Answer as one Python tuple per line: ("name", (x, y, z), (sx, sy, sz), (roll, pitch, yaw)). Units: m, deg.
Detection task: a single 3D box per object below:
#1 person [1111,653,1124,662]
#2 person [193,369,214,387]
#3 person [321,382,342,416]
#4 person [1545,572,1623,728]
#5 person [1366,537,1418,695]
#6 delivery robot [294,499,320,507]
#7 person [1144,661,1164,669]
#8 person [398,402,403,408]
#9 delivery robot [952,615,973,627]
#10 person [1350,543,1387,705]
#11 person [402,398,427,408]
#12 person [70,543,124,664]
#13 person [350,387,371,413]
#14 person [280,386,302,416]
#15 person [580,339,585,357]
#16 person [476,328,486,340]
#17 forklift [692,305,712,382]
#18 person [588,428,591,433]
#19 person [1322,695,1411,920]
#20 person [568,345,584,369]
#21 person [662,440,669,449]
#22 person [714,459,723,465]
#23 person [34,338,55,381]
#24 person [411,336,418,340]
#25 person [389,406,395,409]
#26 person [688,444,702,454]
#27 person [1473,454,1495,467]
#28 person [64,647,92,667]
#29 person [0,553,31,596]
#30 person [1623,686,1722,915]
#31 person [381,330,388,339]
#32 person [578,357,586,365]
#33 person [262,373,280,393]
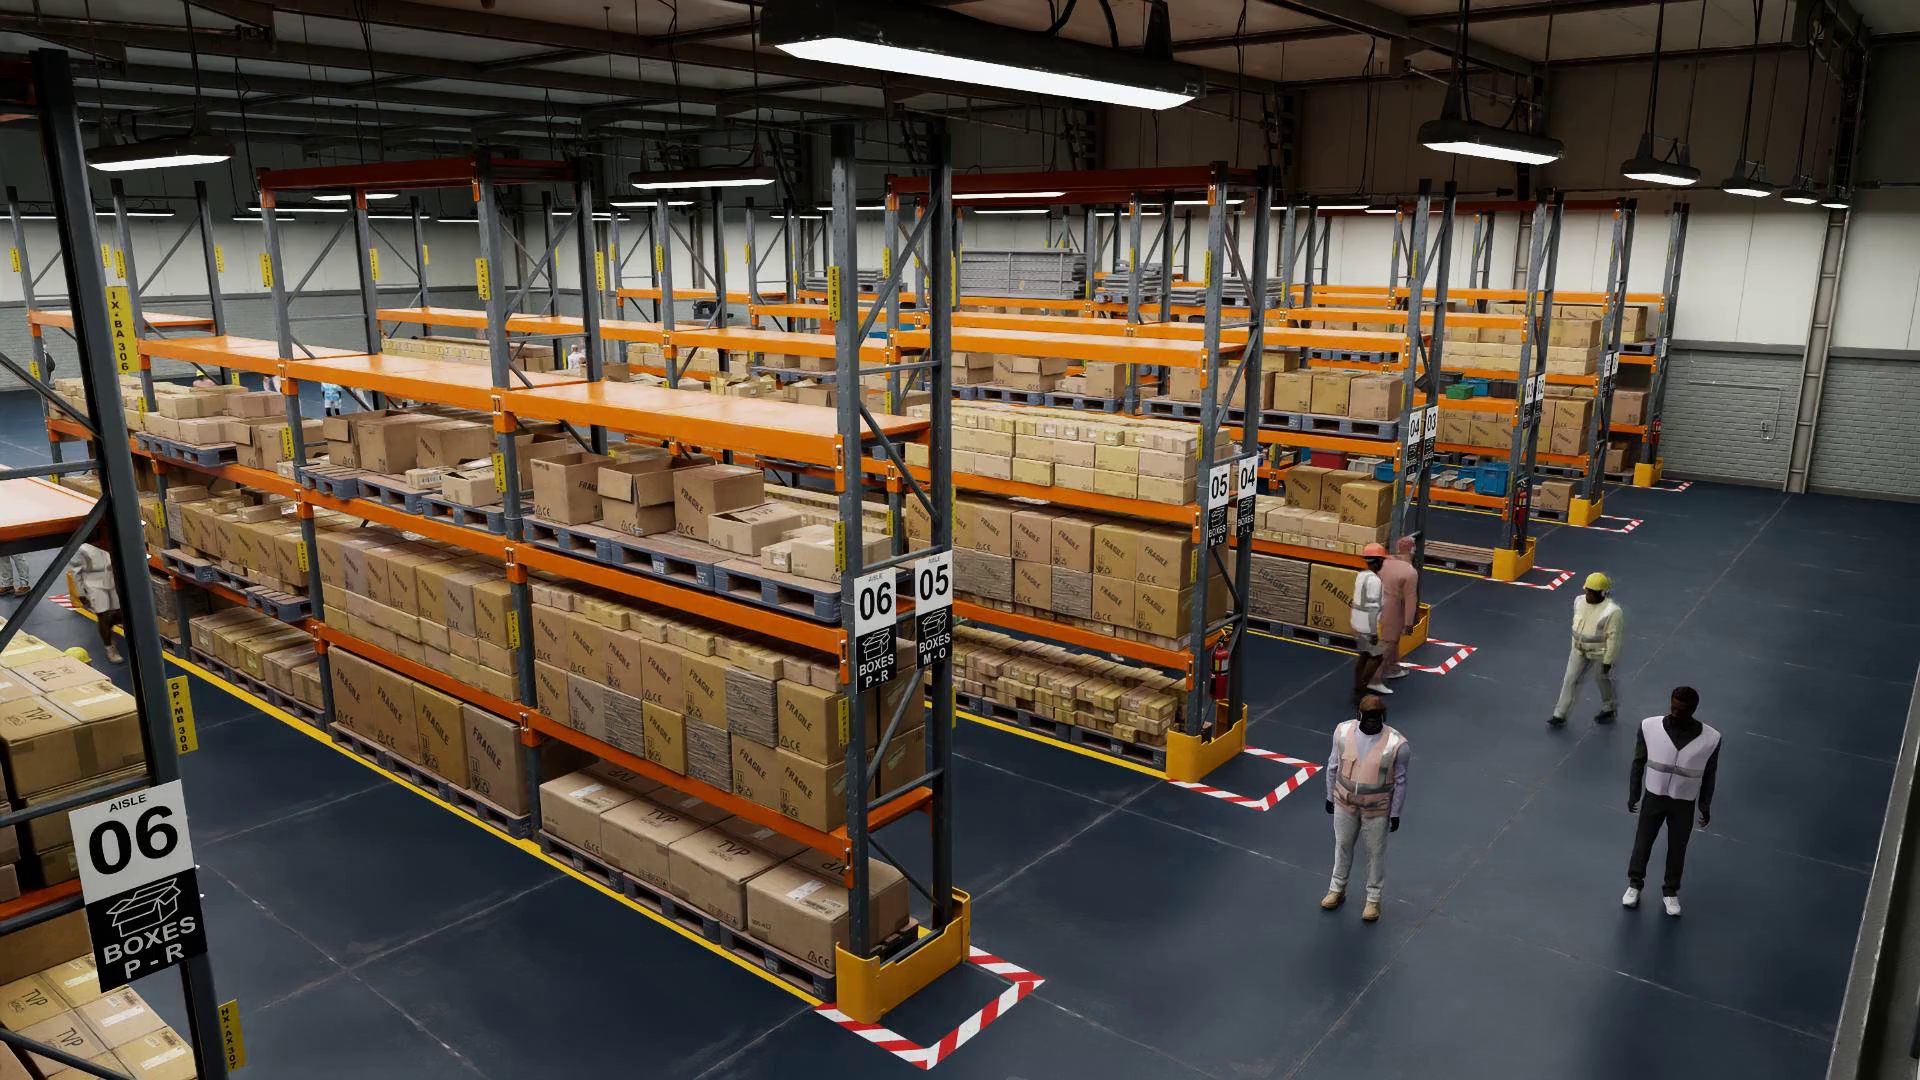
("person", (2.136, 0.738, 16.191), (0.499, 1.633, 0.282), (-13, 19, -42))
("person", (-21.096, -3.944, 35.241), (0.523, 1.744, 0.730), (-6, 15, -23))
("person", (-17.603, -3.927, 35.283), (0.544, 1.669, 0.693), (-4, 14, -15))
("person", (7.017, 1.209, 13.970), (0.946, 1.777, 0.603), (-7, 15, -28))
("person", (5.259, 0.877, 15.155), (0.890, 1.855, 0.746), (-4, 14, -16))
("delivery robot", (-12.970, -0.903, 25.080), (0.707, 0.478, 0.477), (4, 14, 16))
("person", (2.640, 0.728, 15.767), (0.688, 1.854, 0.554), (-1, 14, -6))
("person", (-15.178, -3.705, 33.878), (0.545, 1.905, 0.896), (-10, 17, -36))
("delivery robot", (-0.163, 1.013, 17.198), (0.707, 0.478, 0.477), (13, 19, 42))
("person", (4.739, 0.996, 14.591), (0.410, 1.913, 0.595), (0, 14, 0))
("person", (-13.892, -3.291, 32.106), (0.626, 1.945, 0.560), (-11, 18, -39))
("person", (-11.005, 0.554, 16.120), (0.614, 2.030, 0.619), (9, 16, 33))
("person", (-17.810, -4.505, 37.449), (0.947, 1.791, 0.605), (6, 15, 24))
("person", (-16.255, -2.839, 30.470), (0.627, 1.844, 0.429), (-2, 14, -8))
("person", (-12.271, -5.694, 41.871), (0.650, 2.012, 0.926), (10, 17, 36))
("person", (-20.920, -8.774, 55.042), (0.528, 1.767, 0.329), (8, 16, 28))
("forklift", (-9.511, -7.392, 47.124), (1.873, 2.768, 1.129), (11, 17, 38))
("person", (-9.331, -3.223, 32.008), (0.933, 1.874, 0.651), (13, 19, 43))
("person", (3.224, 2.117, 10.084), (0.633, 1.843, 0.429), (9, 17, 34))
("person", (-12.384, -5.339, 40.618), (0.410, 1.909, 0.643), (8, 16, 31))
("person", (-5.433, -1.054, 23.442), (0.426, 1.685, 0.546), (13, 18, 42))
("person", (-5.487, -2.264, 27.943), (0.589, 1.919, 0.392), (11, 17, 38))
("person", (-30.277, -5.650, 41.707), (0.538, 2.000, 0.690), (-8, 16, -29))
("person", (-20.131, -6.696, 46.639), (0.316, 1.696, 0.540), (11, 18, 39))
("person", (-13.226, -2.594, 29.294), (0.485, 1.930, 0.618), (-9, 16, -33))
("person", (-4.654, -0.903, 22.309), (0.373, 1.935, 0.551), (8, 16, 31))
("person", (11.043, -1.847, 26.310), (0.949, 1.886, 0.588), (11, 18, 39))
("person", (-7.990, 1.820, 11.533), (0.483, 1.737, 0.320), (3, 14, 13))
("person", (-14.464, -0.114, 19.056), (0.636, 1.938, 0.354), (1, 14, 5))
("person", (5.715, 2.066, 10.136), (0.591, 1.916, 0.379), (7, 15, 26))
("person", (-22.981, -7.576, 50.377), (0.522, 1.640, 0.305), (8, 16, 29))
("person", (-11.131, -4.509, 37.331), (0.345, 1.847, 0.508), (-3, 14, -11))
("person", (-22.202, -5.326, 40.513), (1.045, 1.929, 0.629), (8, 16, 30))
